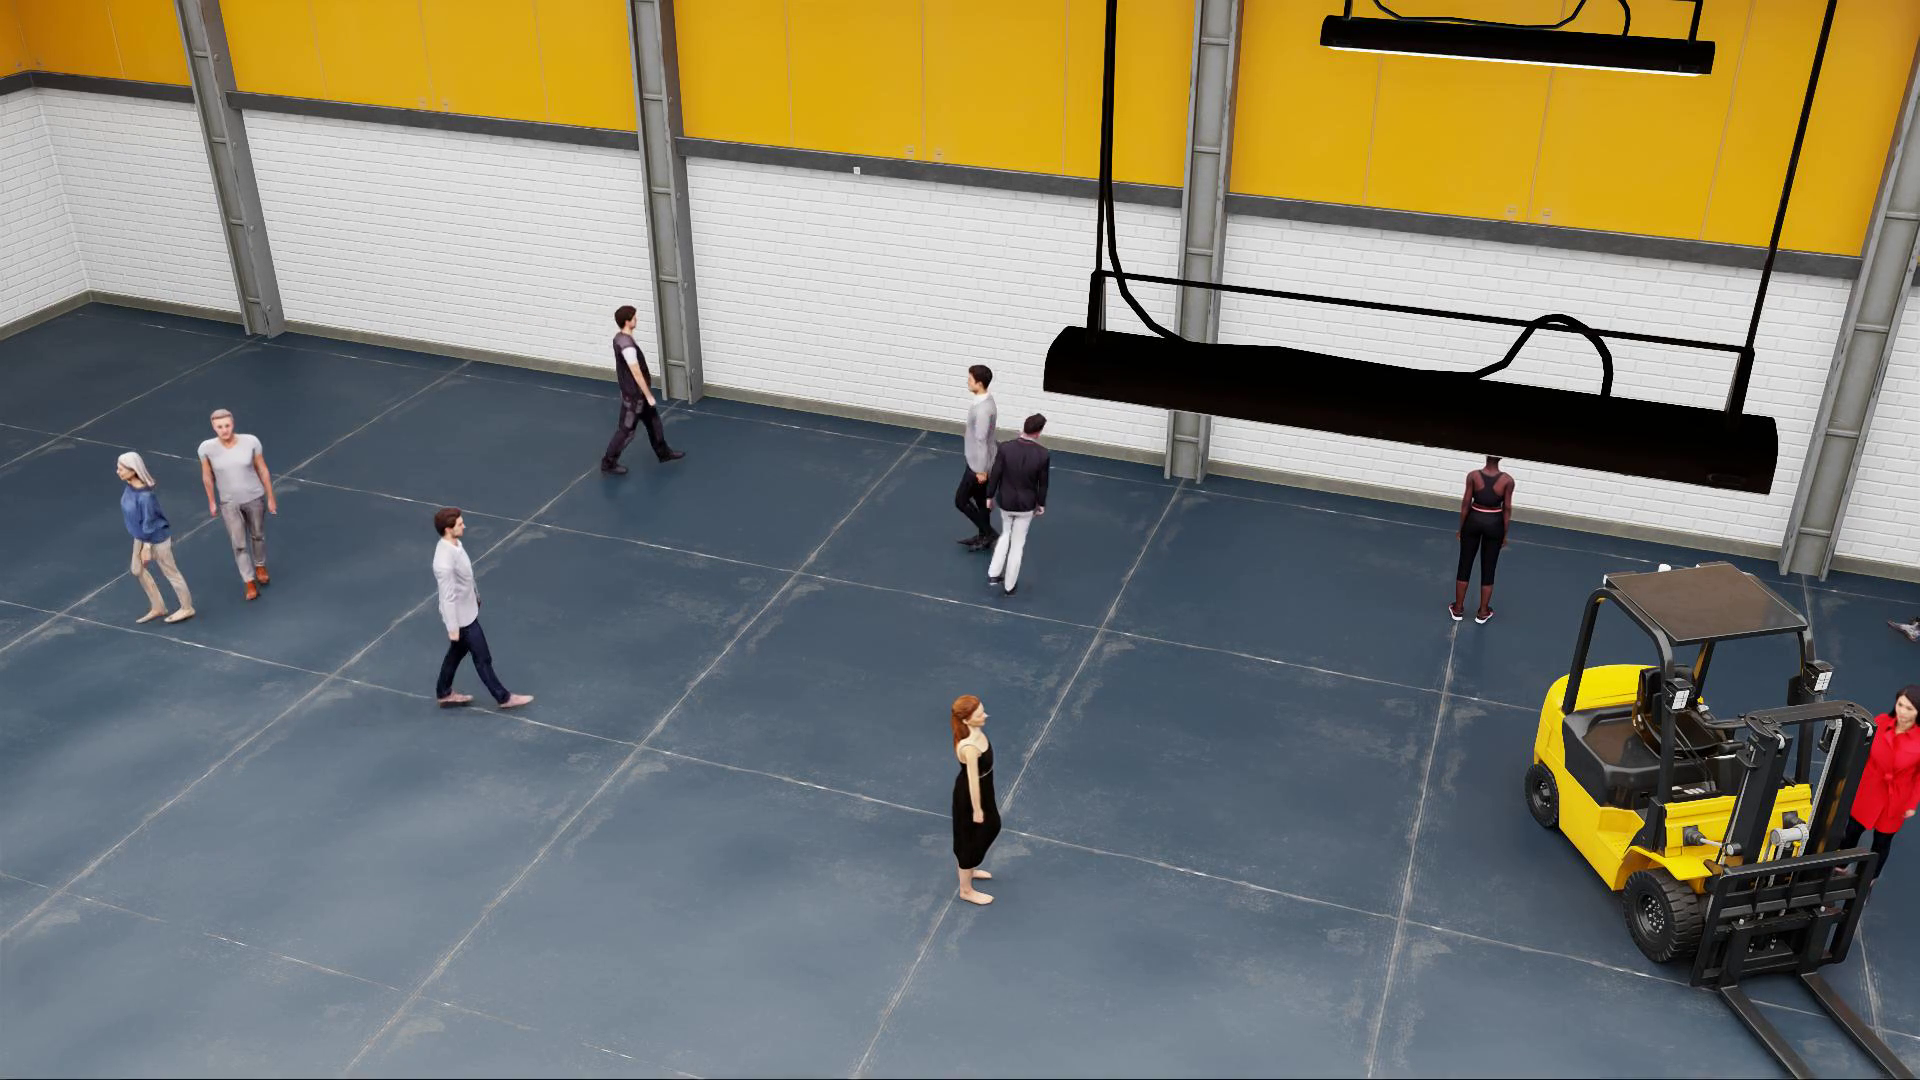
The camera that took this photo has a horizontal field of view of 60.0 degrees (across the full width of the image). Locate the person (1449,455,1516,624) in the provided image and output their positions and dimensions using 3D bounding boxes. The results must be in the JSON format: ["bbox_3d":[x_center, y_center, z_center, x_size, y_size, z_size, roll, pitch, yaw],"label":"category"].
[{"bbox_3d":[4.622,-0.080,14.719,0.455,1.757,0.635,10,30,17],"label":"person"}]

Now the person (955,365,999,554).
[{"bbox_3d":[0.275,-0.753,15.792,0.779,1.911,0.842,1,29,2],"label":"person"}]

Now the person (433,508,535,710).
[{"bbox_3d":[-4.112,0.586,13.432,1.159,1.820,1.020,-5,29,-10],"label":"person"}]

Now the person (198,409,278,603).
[{"bbox_3d":[-6.599,-0.405,15.263,1.051,1.806,1.120,-14,32,-24],"label":"person"}]

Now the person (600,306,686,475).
[{"bbox_3d":[-3.466,-1.512,17.284,1.238,1.814,1.077,-8,30,-14],"label":"person"}]

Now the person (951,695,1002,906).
[{"bbox_3d":[0.076,1.761,11.482,0.661,1.625,0.636,1,29,1],"label":"person"}]

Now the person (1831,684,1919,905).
[{"bbox_3d":[6.322,1.739,11.393,0.784,1.748,0.690,-25,37,-37],"label":"person"}]

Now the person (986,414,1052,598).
[{"bbox_3d":[0.497,-0.302,15.070,0.559,1.809,0.795,1,29,2],"label":"person"}]

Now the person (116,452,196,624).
[{"bbox_3d":[-7.046,-0.031,14.705,0.839,1.684,0.779,-22,36,-35],"label":"person"}]
